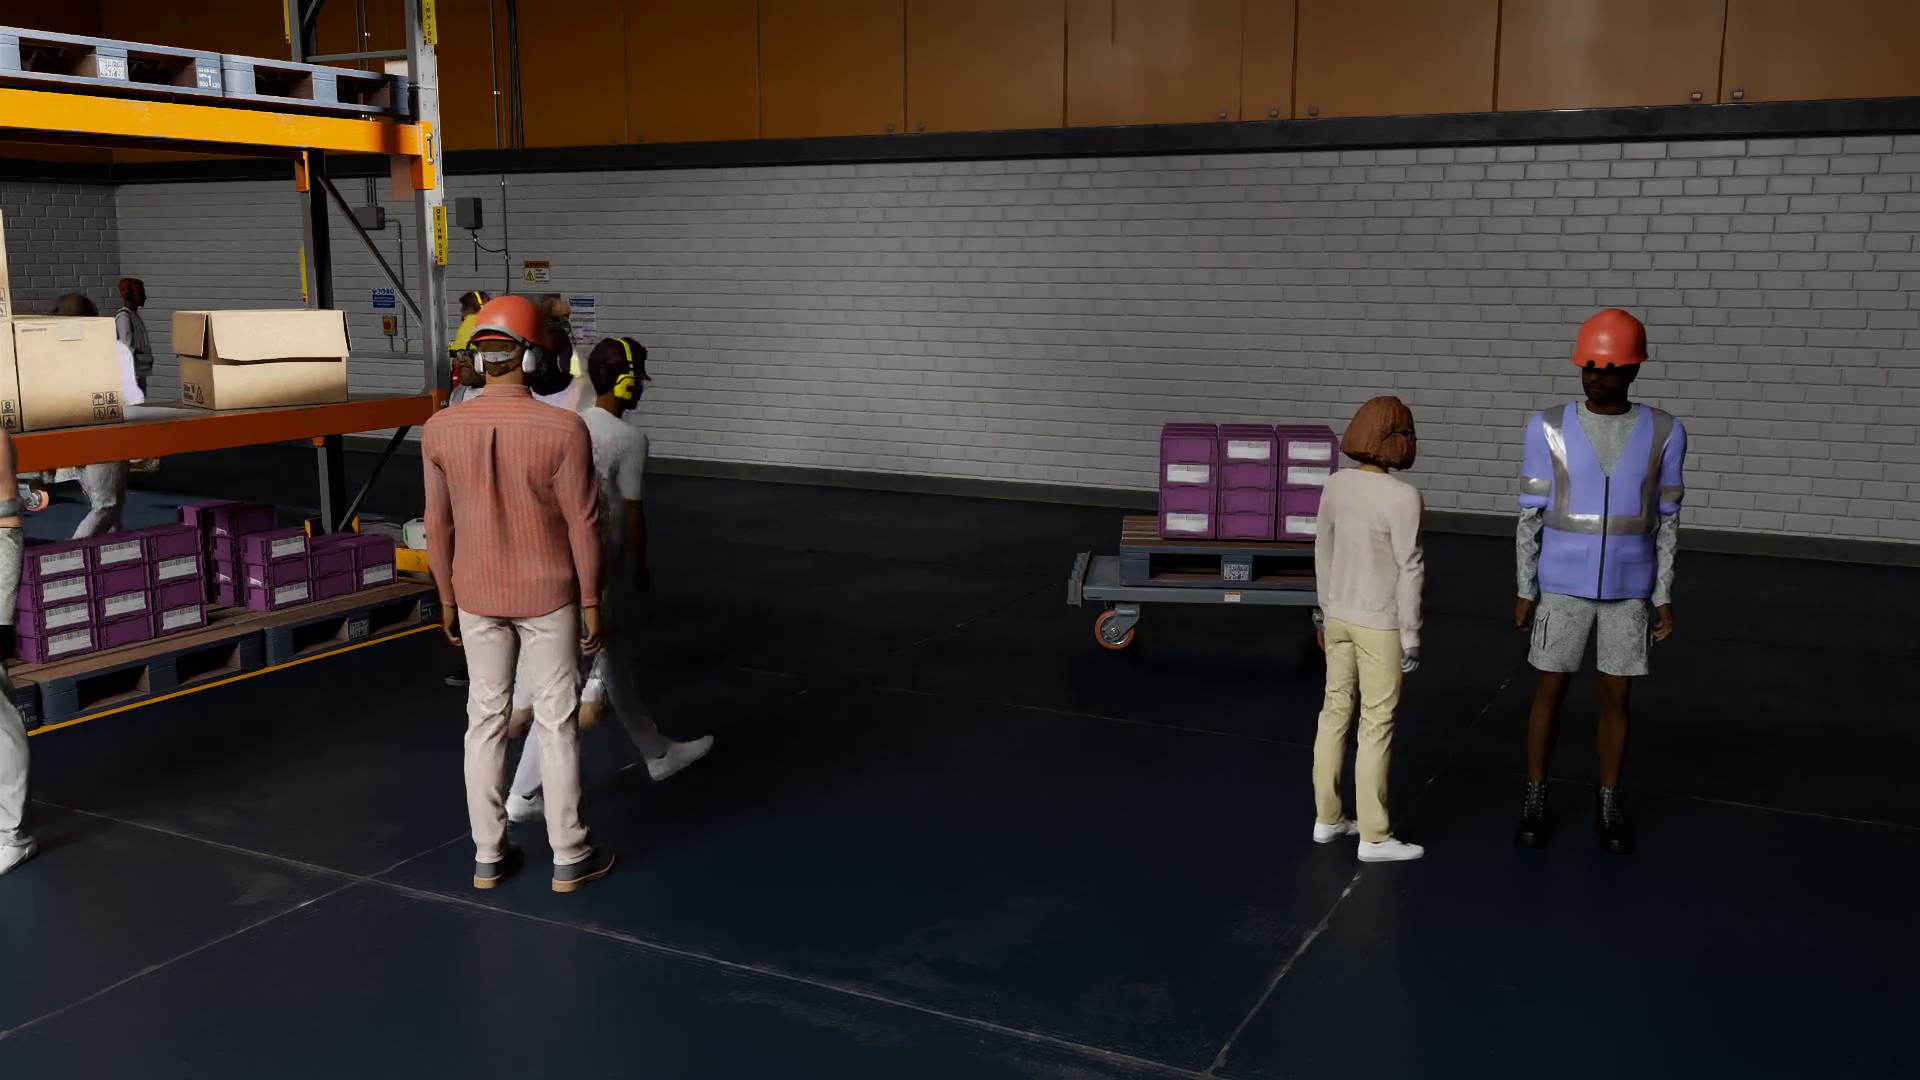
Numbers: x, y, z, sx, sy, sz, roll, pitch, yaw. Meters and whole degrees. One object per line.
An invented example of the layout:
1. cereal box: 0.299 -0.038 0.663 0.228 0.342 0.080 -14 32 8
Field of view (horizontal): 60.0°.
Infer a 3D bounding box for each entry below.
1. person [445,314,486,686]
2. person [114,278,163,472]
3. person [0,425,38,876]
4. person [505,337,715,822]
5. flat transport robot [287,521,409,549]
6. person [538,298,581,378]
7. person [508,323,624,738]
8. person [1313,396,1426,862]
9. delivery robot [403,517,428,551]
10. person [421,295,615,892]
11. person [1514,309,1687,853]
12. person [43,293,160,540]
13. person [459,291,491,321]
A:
1. person: -2.283 -0.170 8.058 0.589 1.834 0.403 7 12 34
2. person: -8.044 -1.607 16.229 0.340 1.883 0.585 -4 10 -20
3. person: -3.433 0.204 5.648 0.585 1.918 0.377 4 11 21
4. person: -1.403 0.134 6.377 0.518 1.808 0.965 10 14 44
5. flat transport robot: -4.004 0.059 11.251 0.652 0.197 1.431 -8 13 -39
6. person: -2.809 -0.812 11.847 0.852 1.802 0.630 1 10 8
7. person: -1.783 -0.028 7.261 0.646 1.816 0.696 3 10 16
8. person: 1.444 0.308 5.870 0.279 1.632 0.502 -5 11 -26
9. delivery robot: -3.177 -0.024 10.642 0.707 0.478 0.477 -1 10 -4
10. person: -1.458 0.189 5.538 0.608 1.987 0.388 2 10 10
11. person: 2.248 0.156 5.876 0.550 1.933 0.371 3 10 14
12. person: -5.326 -0.546 10.105 0.675 1.894 0.914 2 10 11
13. person: -3.525 -0.905 12.255 0.410 1.849 0.552 -2 10 -10
